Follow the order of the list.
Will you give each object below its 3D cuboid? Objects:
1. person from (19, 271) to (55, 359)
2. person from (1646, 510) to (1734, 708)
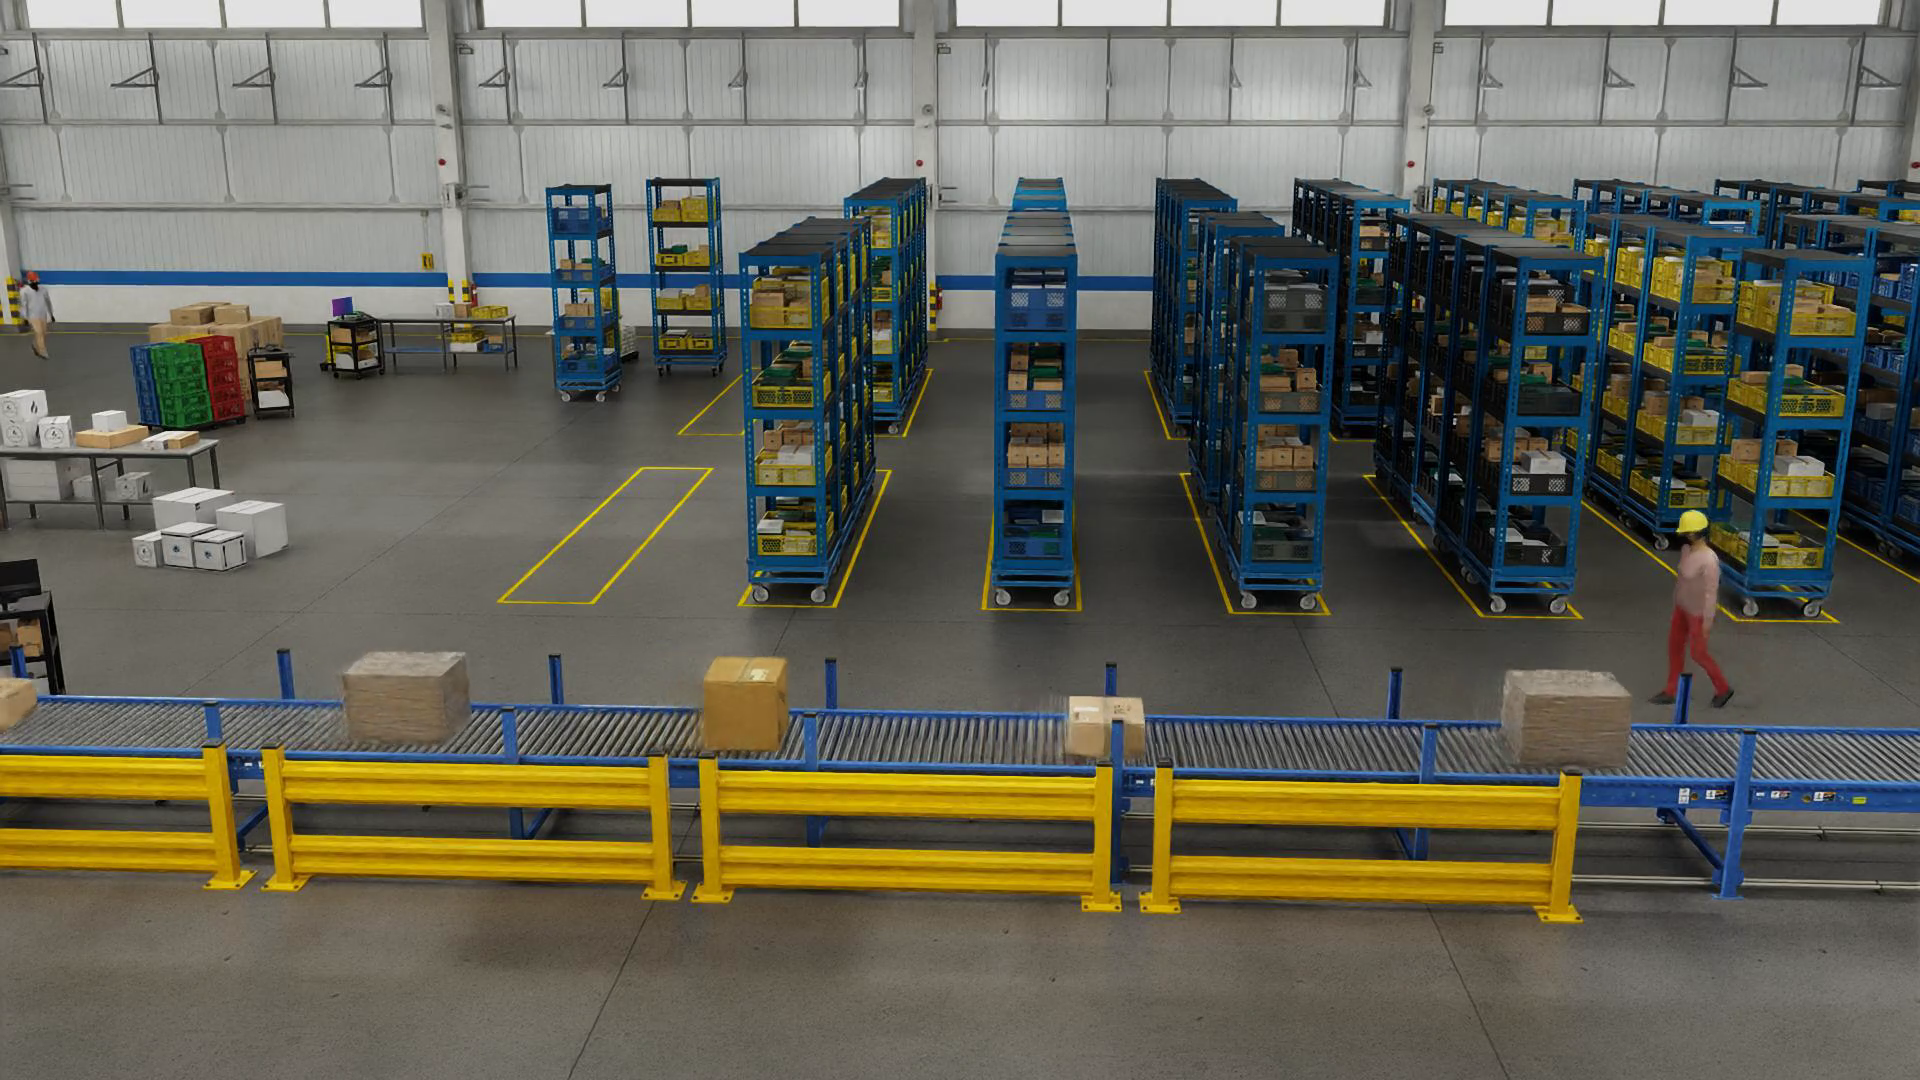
[{"bbox_3d":[-18.198,-4.435,32.738,0.720,1.731,0.568,8,17,27],"label":"person"},{"bbox_3d":[6.250,0.598,14.052,0.544,1.771,0.547,-1,15,-5],"label":"person"}]
